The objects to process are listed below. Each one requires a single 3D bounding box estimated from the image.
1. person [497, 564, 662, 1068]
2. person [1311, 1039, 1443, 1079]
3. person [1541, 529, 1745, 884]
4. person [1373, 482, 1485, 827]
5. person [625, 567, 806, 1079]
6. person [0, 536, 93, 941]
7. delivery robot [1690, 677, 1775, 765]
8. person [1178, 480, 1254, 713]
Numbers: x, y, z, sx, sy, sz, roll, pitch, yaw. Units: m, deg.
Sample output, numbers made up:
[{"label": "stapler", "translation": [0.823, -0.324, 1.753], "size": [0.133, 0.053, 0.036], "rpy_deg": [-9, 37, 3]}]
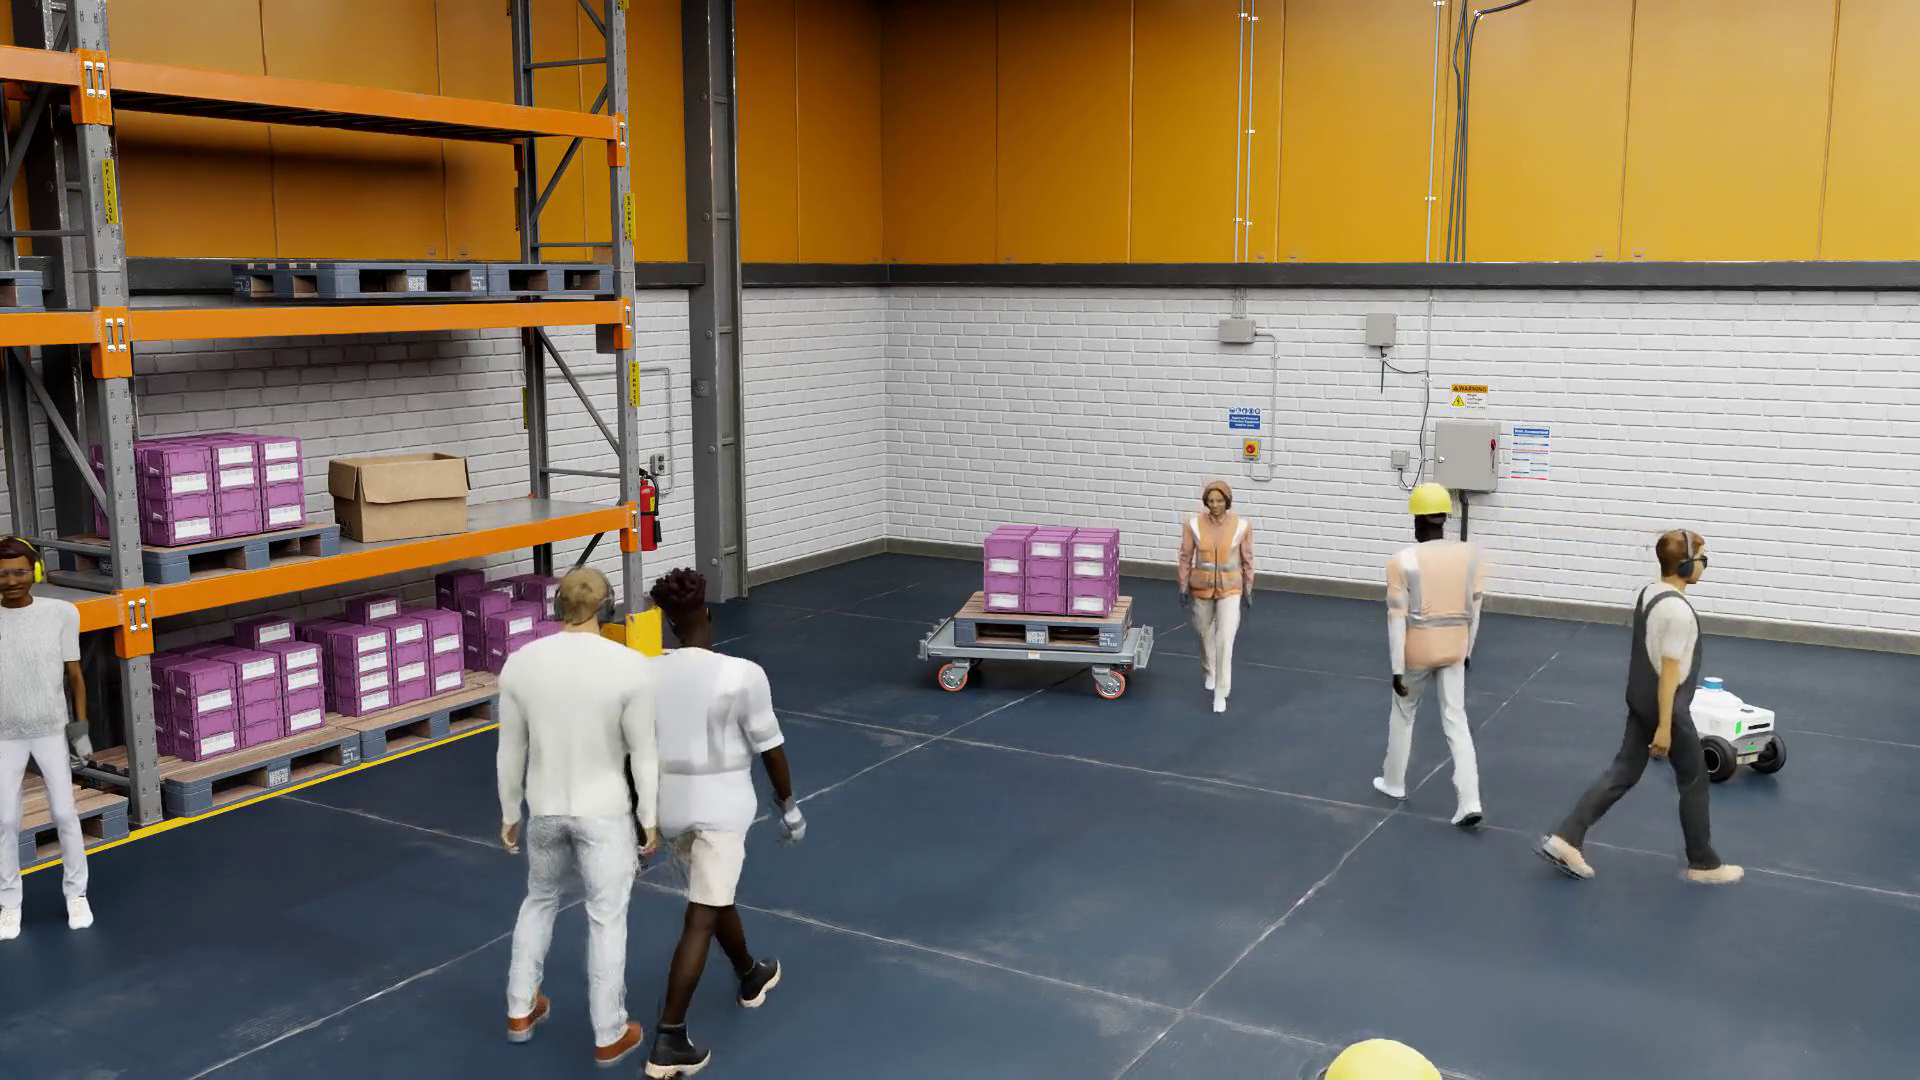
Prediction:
[{"label": "person", "translation": [-1.456, 1.054, 6.462], "size": [0.653, 1.913, 0.449], "rpy_deg": [2, 9, 13]}, {"label": "person", "translation": [0.669, 1.690, 3.030], "size": [0.529, 1.731, 0.820], "rpy_deg": [-8, 12, -41]}, {"label": "person", "translation": [3.399, 0.831, 8.218], "size": [0.972, 1.805, 0.520], "rpy_deg": [0, 9, 0]}, {"label": "person", "translation": [2.645, 0.619, 9.259], "size": [0.589, 1.885, 0.970], "rpy_deg": [-1, 9, -7]}, {"label": "person", "translation": [-0.996, 1.054, 6.505], "size": [0.641, 1.895, 1.037], "rpy_deg": [4, 10, 25]}, {"label": "person", "translation": [-4.261, 0.895, 7.613], "size": [0.509, 1.860, 0.318], "rpy_deg": [-4, 10, -25]}, {"label": "delivery robot", "translation": [4.596, 1.085, 10.180], "size": [0.477, 0.478, 0.707], "rpy_deg": [-4, 10, -24]}, {"label": "person", "translation": [1.819, 0.353, 11.791], "size": [0.521, 1.603, 0.802], "rpy_deg": [2, 9, 15]}]
